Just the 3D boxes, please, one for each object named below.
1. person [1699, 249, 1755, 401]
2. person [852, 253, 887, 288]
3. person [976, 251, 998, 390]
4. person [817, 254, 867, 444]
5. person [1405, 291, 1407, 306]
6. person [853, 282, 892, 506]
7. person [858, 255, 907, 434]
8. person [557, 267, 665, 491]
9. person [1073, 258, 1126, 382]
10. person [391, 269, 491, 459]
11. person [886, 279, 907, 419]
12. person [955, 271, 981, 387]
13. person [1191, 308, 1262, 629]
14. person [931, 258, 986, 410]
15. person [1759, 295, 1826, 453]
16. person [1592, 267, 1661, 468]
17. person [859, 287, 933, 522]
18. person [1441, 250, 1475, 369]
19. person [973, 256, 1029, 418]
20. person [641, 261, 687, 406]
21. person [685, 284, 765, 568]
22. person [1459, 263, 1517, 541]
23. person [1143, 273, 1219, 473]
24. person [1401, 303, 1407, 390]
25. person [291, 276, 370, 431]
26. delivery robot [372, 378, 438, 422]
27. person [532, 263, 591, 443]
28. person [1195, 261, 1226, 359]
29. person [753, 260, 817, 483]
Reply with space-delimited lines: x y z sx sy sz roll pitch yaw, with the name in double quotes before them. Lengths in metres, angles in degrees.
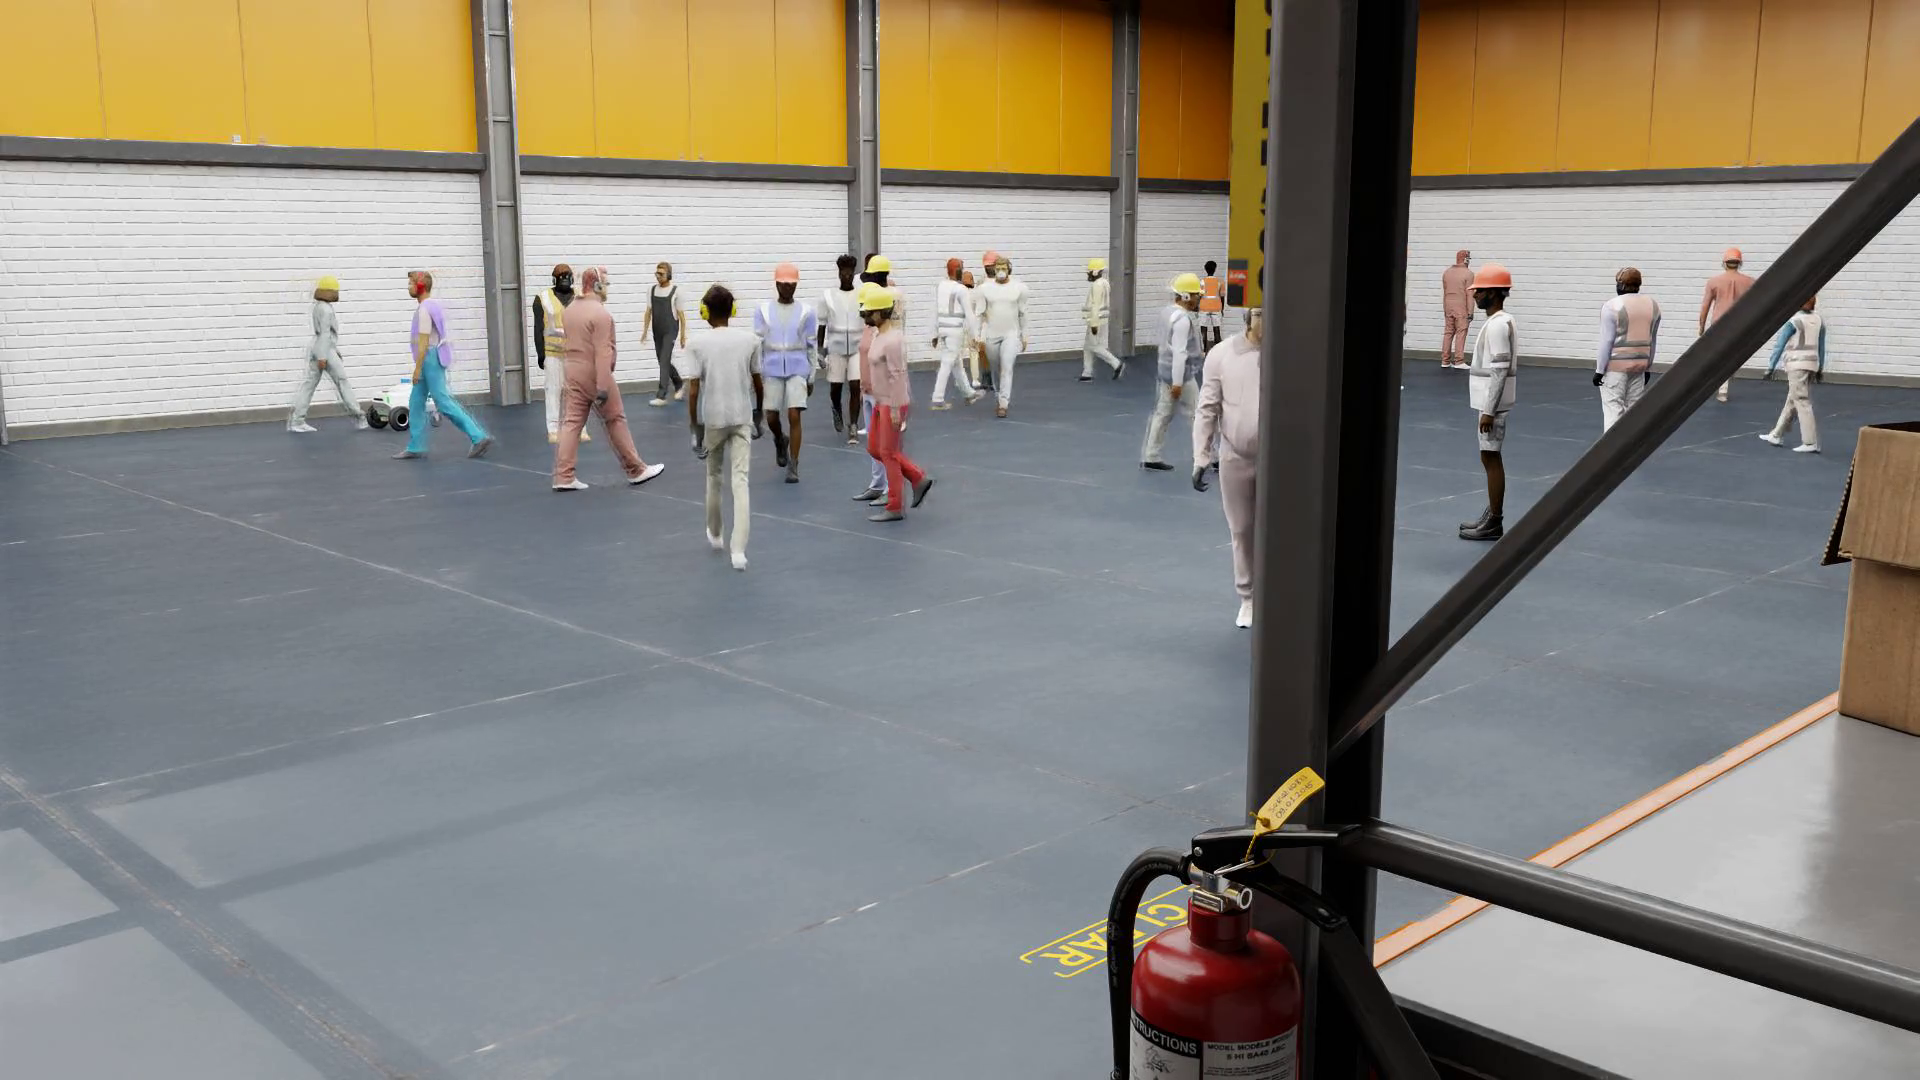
"person" 10.009 -2.815 21.746 0.649 1.940 1.008 3 11 14
"person" -1.239 -2.985 22.859 0.618 1.876 0.796 0 10 2
"person" 0.455 -3.001 22.846 0.563 1.913 0.527 5 12 26
"person" -1.178 -1.994 17.274 0.610 1.949 0.738 -1 10 -5
"person" 6.486 -3.530 25.558 0.644 1.984 0.619 -2 11 -8
"person" -0.679 -1.152 13.181 0.326 1.765 0.533 -5 12 -26
"person" -0.837 -2.069 17.763 0.390 1.931 0.614 -6 12 -31
"person" -3.018 -1.352 13.999 0.660 1.855 0.979 10 14 43
"person" 2.023 -3.171 24.063 0.700 1.809 0.602 1 10 7
"person" -4.961 -1.660 15.818 0.886 1.821 0.562 -3 11 -16
"person" -0.804 -2.186 19.167 0.315 1.636 0.515 8 13 38
"person" 0.085 -2.977 23.490 0.507 1.632 0.268 1 10 4
"person" 1.557 -0.387 8.751 0.673 1.861 0.965 4 11 19
"person" 0.001 -2.533 20.501 0.962 1.837 0.605 -7 13 -35
"person" 8.251 -1.682 16.496 0.531 1.597 0.818 -5 12 -26
"person" 6.066 -1.567 15.233 0.634 1.842 0.429 -4 11 -20
"person" -0.499 -1.010 12.422 0.520 1.750 0.558 -3 11 -16
"person" 8.001 -3.681 26.612 0.402 1.902 0.640 -6 12 -29
"person" 0.494 -2.436 19.847 0.647 1.898 1.011 1 10 7
"person" -3.706 -2.628 21.123 0.531 1.818 0.894 5 11 24
"person" -1.530 -0.755 10.897 0.525 1.810 1.016 -2 11 -12
"person" 3.698 -0.961 11.668 0.371 1.935 0.551 4 11 19
"person" 2.083 -1.485 14.931 0.903 1.788 0.595 -1 10 -6
"person" 5.929 -3.003 22.986 0.513 1.872 0.328 7 12 32
"person" -6.885 -2.025 18.140 0.948 1.686 0.495 -8 13 -37
"delivery robot" -6.129 -1.553 18.412 0.477 0.478 0.707 8 13 36
"person" -4.073 -1.924 17.179 0.627 1.844 0.429 -6 12 -29
"person" 4.303 -3.952 28.629 0.538 1.695 0.319 -1 10 -3
"person" -1.519 -1.477 14.530 0.564 1.922 0.685 0 10 -1
